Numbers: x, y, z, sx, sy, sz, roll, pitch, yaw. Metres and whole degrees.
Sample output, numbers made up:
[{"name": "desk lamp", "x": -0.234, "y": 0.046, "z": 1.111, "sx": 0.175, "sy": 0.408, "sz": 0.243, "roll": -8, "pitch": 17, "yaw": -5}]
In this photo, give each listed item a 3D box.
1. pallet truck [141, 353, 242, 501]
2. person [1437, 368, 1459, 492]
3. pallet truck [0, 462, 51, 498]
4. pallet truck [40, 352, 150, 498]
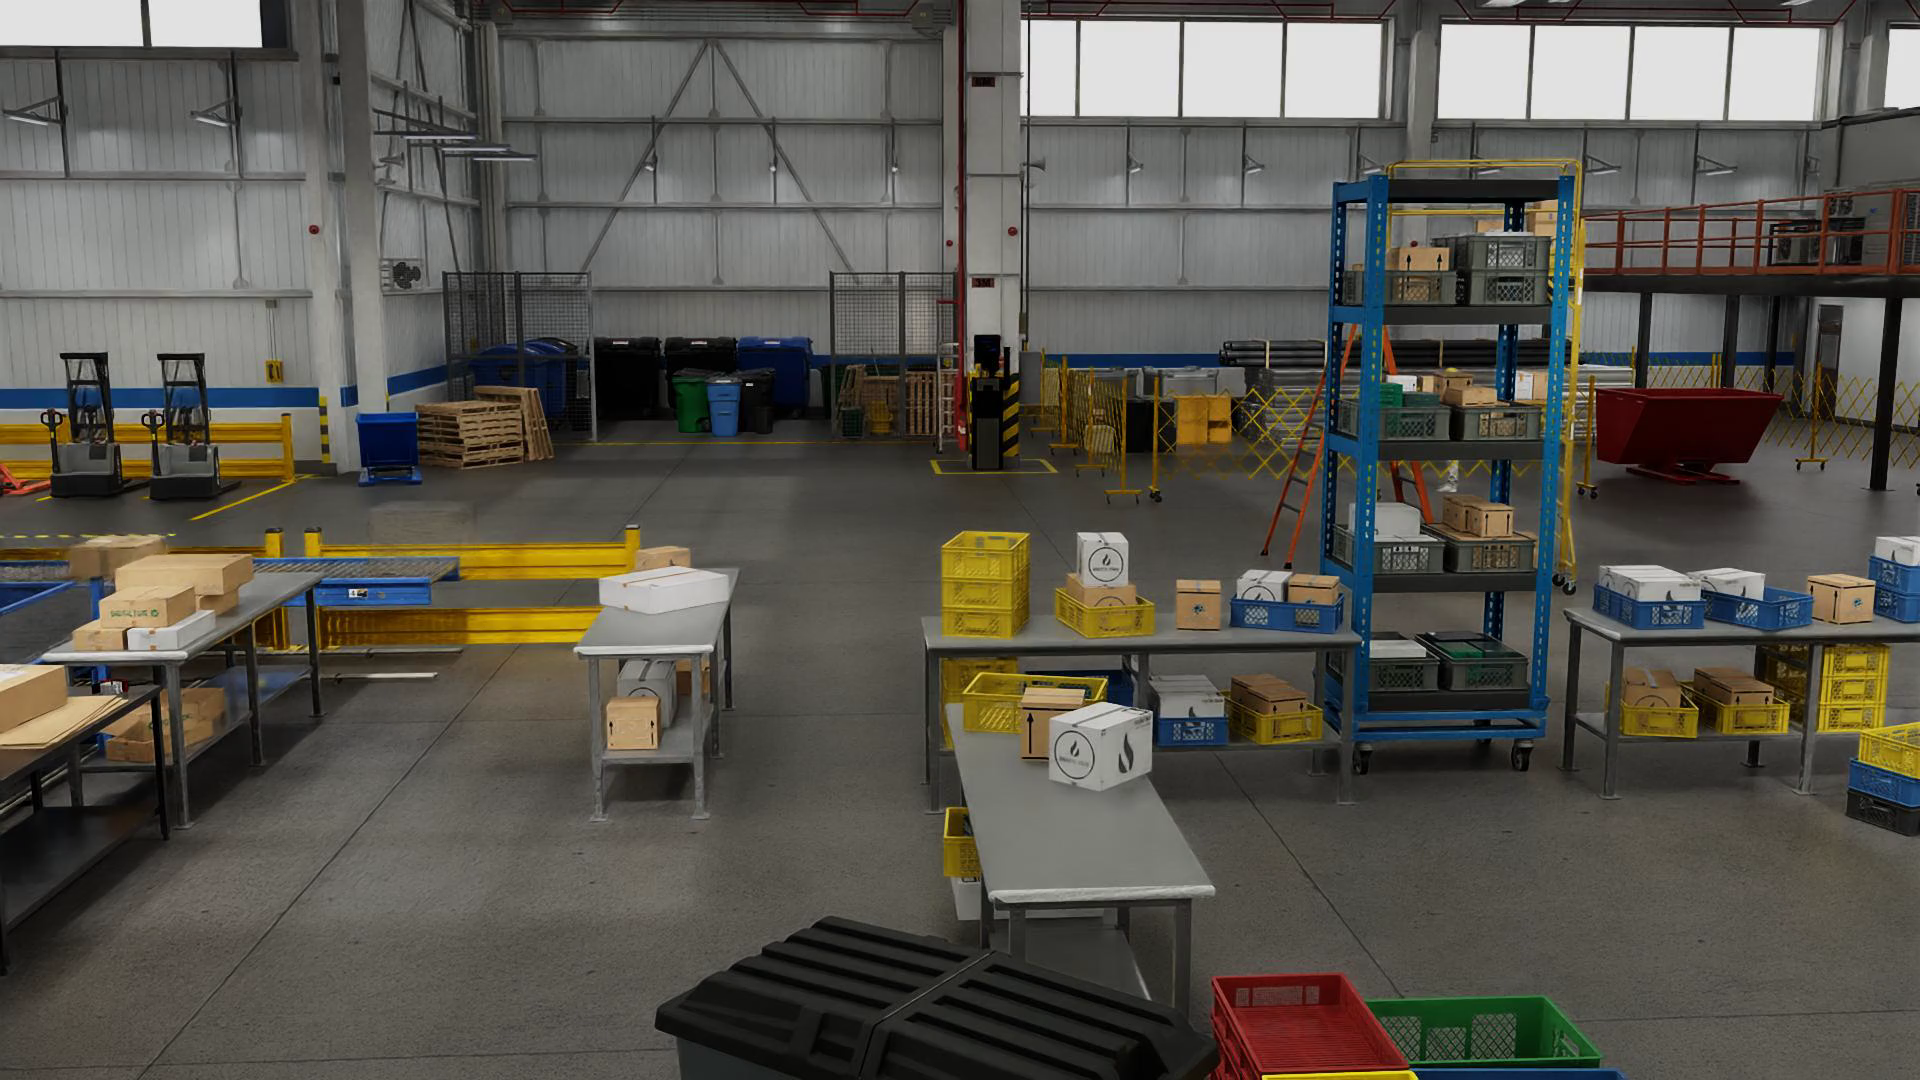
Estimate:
[{"name": "pallet truck", "x": -10.520, "y": -1.604, "z": 22.925, "sx": 0.823, "sy": 1.965, "sz": 1.885, "roll": -1, "pitch": 9, "yaw": -6}, {"name": "person", "x": 6.885, "y": -1.548, "z": 23.370, "sx": 0.294, "sy": 1.744, "sz": 0.487, "roll": 3, "pitch": 10, "yaw": 19}, {"name": "pallet truck", "x": -13.193, "y": -1.293, "z": 23.148, "sx": 0.653, "sy": 1.274, "sz": 1.630, "roll": -1, "pitch": 9, "yaw": -4}, {"name": "pallet truck", "x": -11.907, "y": -1.642, "z": 23.165, "sx": 0.823, "sy": 1.965, "sz": 1.885, "roll": 0, "pitch": 9, "yaw": 0}]
